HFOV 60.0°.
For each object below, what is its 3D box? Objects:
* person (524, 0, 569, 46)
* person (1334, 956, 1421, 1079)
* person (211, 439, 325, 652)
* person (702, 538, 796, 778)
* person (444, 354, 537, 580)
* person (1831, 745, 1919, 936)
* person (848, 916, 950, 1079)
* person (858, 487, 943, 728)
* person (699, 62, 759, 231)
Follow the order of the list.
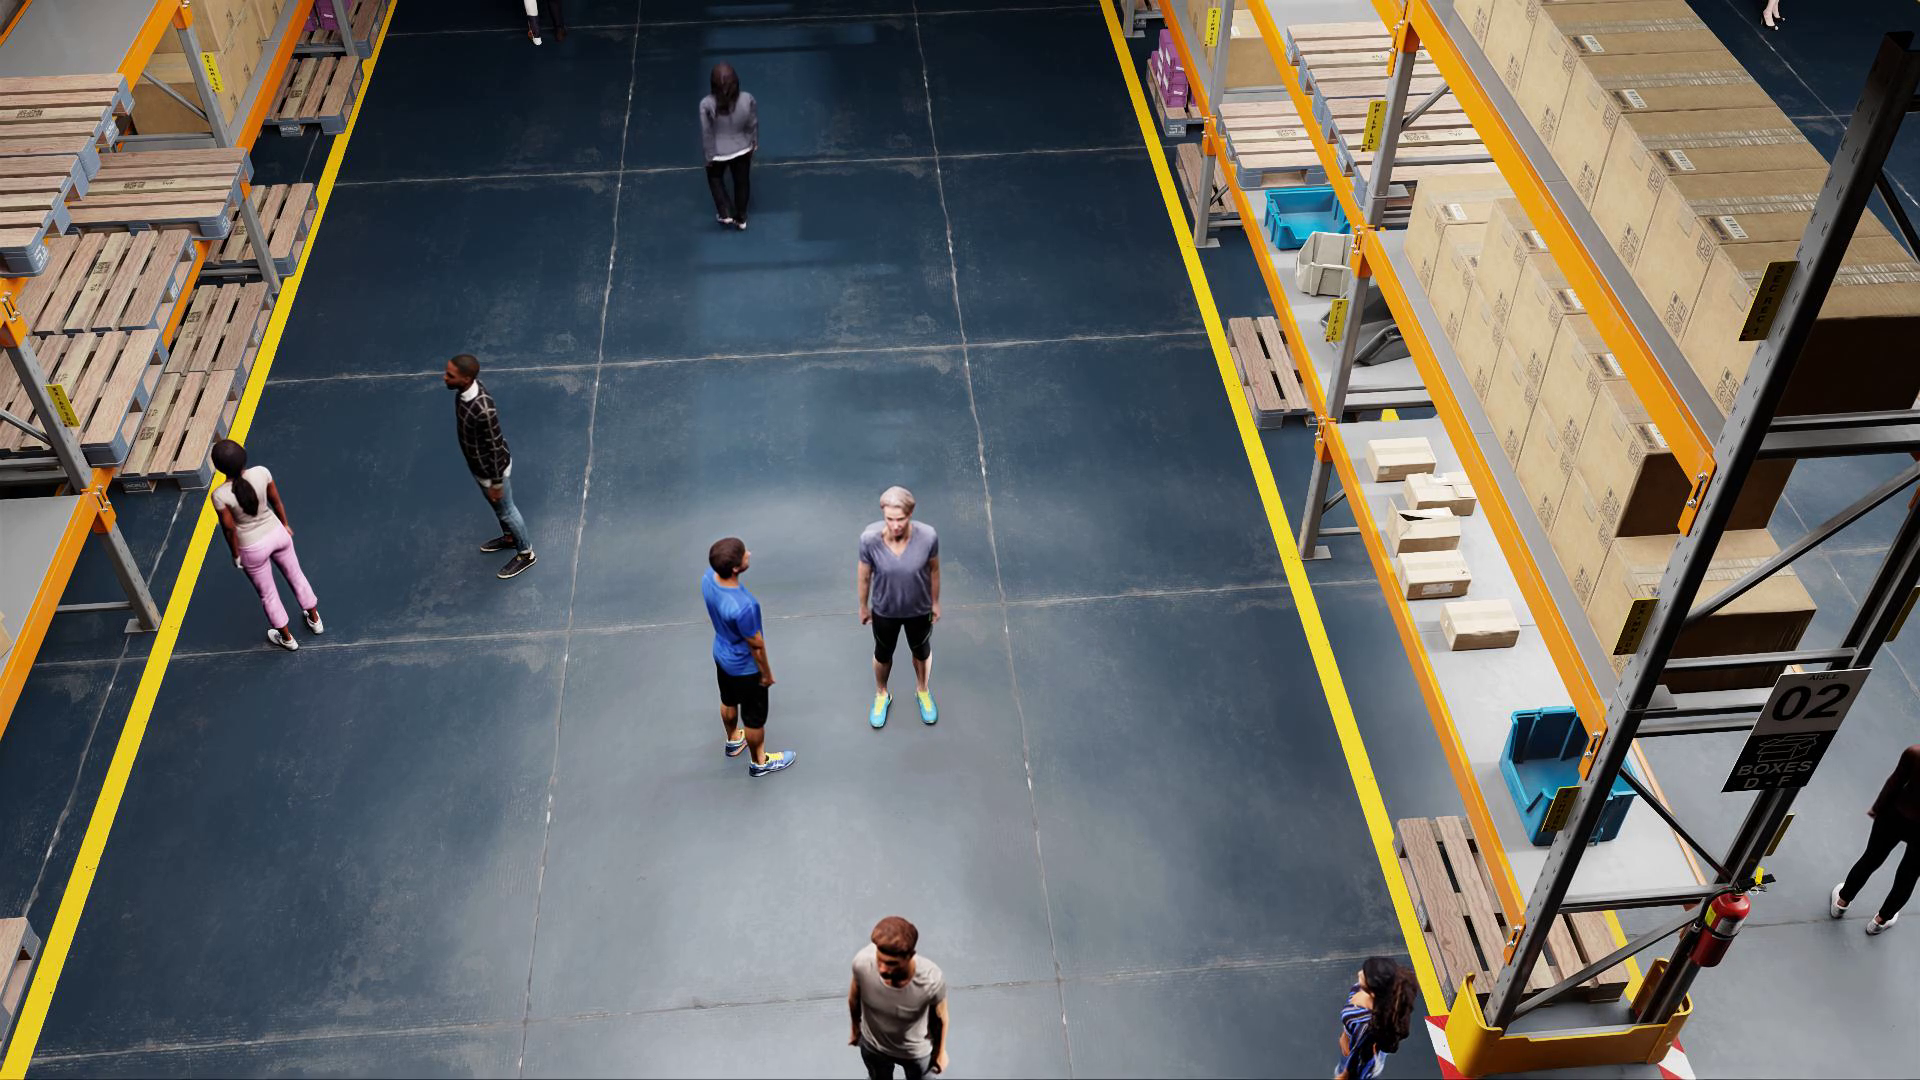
[{"bbox_3d":[-4.388,-6.024,17.046,0.726,1.892,0.647,-11,45,-11],"label":"person"},{"bbox_3d":[1.985,2.549,8.246,0.765,1.618,0.665,20,47,20],"label":"person"},{"bbox_3d":[-4.532,0.021,10.810,0.707,1.742,0.649,31,51,28],"label":"person"},{"bbox_3d":[-1.332,0.704,10.000,0.766,1.870,0.680,-31,51,-28],"label":"person"},{"bbox_3d":[-3.201,-0.532,11.334,0.802,1.820,0.656,-22,48,-22],"label":"person"},{"bbox_3d":[5.269,1.585,9.195,0.663,1.704,0.724,30,51,28],"label":"person"},{"bbox_3d":[-0.299,2.425,8.172,0.740,1.898,0.712,13,45,14],"label":"person"},{"bbox_3d":[-0.364,0.410,10.295,0.655,1.888,0.544,-4,44,-4],"label":"person"},{"bbox_3d":[-2.000,-3.385,14.495,0.764,1.590,0.753,-15,46,-15],"label":"person"}]
